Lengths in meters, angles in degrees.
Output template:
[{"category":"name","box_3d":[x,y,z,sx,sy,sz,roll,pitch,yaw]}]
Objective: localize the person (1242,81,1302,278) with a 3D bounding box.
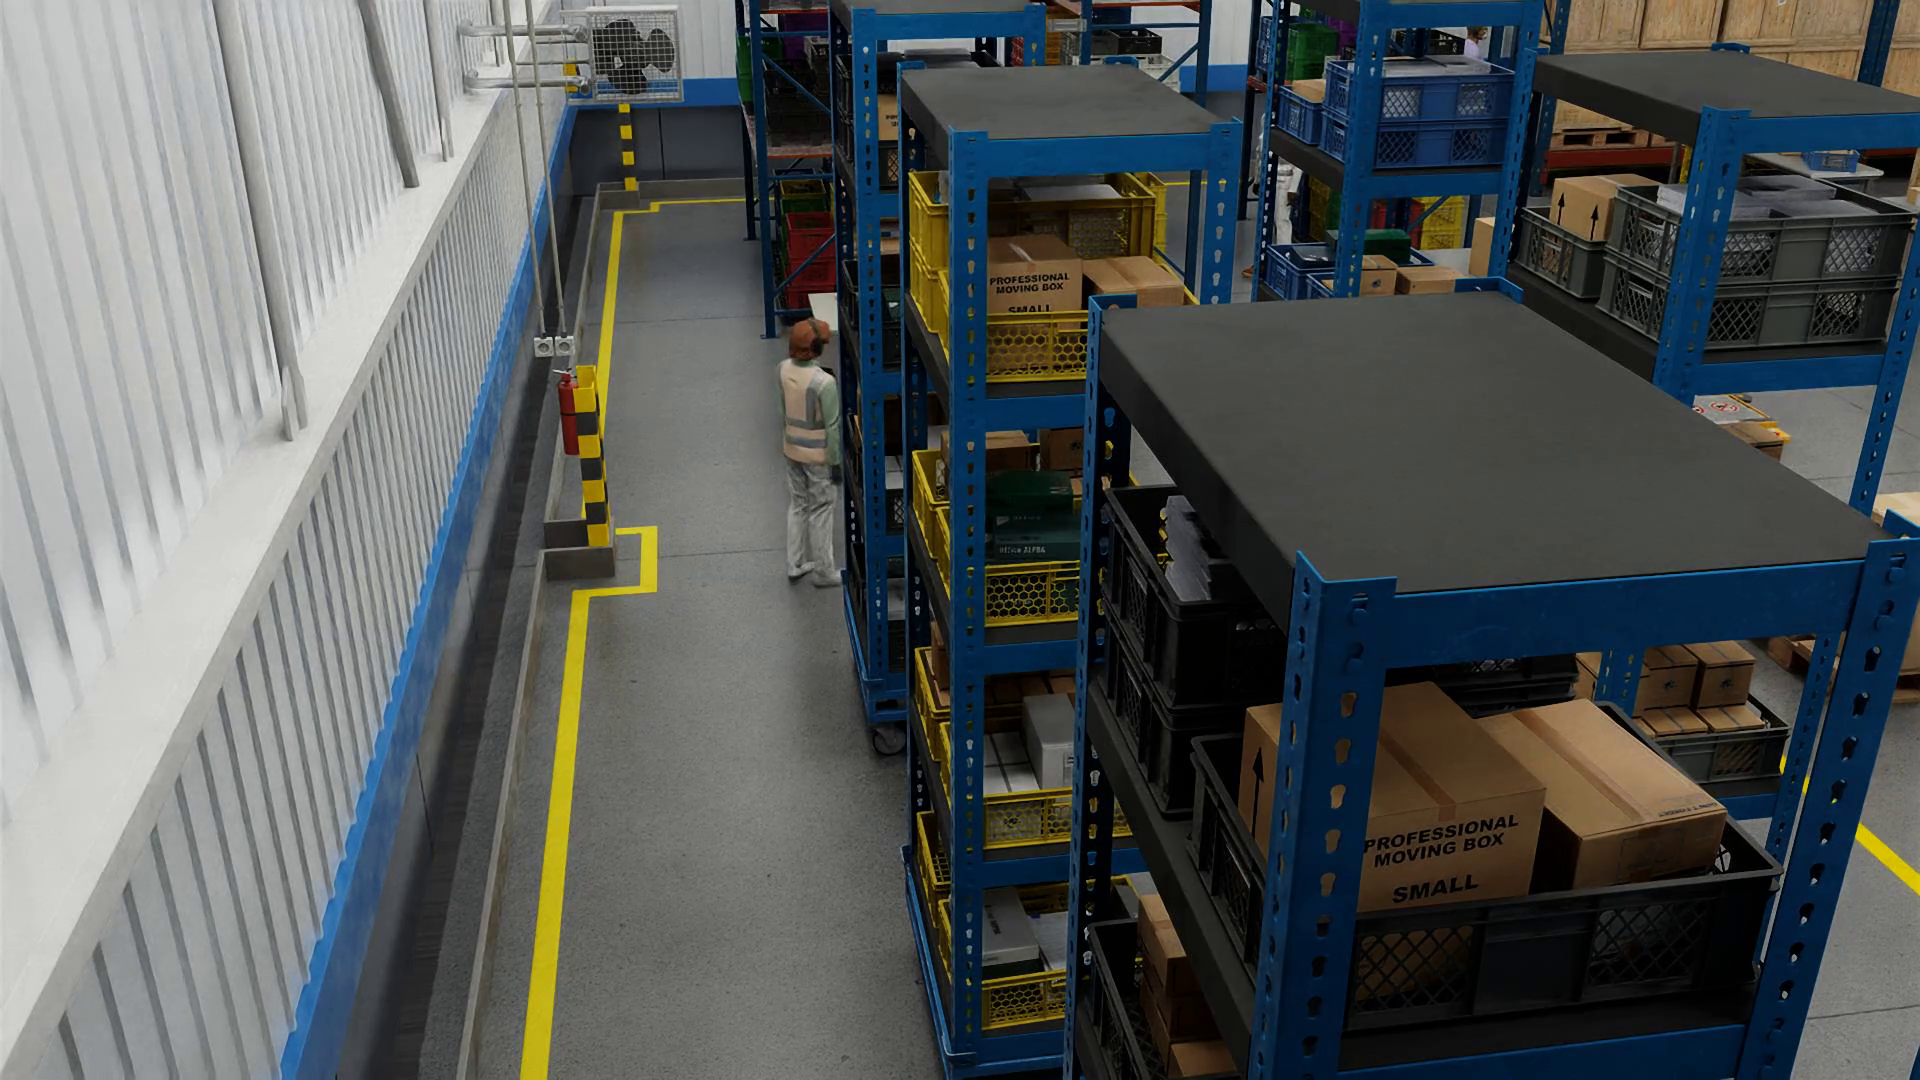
[{"category":"person","box_3d":[2.972,-3.364,15.662,0.337,1.882,0.584,-14,28,-28]}]

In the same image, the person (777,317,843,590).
[{"category":"person","box_3d":[-0.865,-0.499,9.727,0.309,1.641,0.519,-21,32,-38]}]
